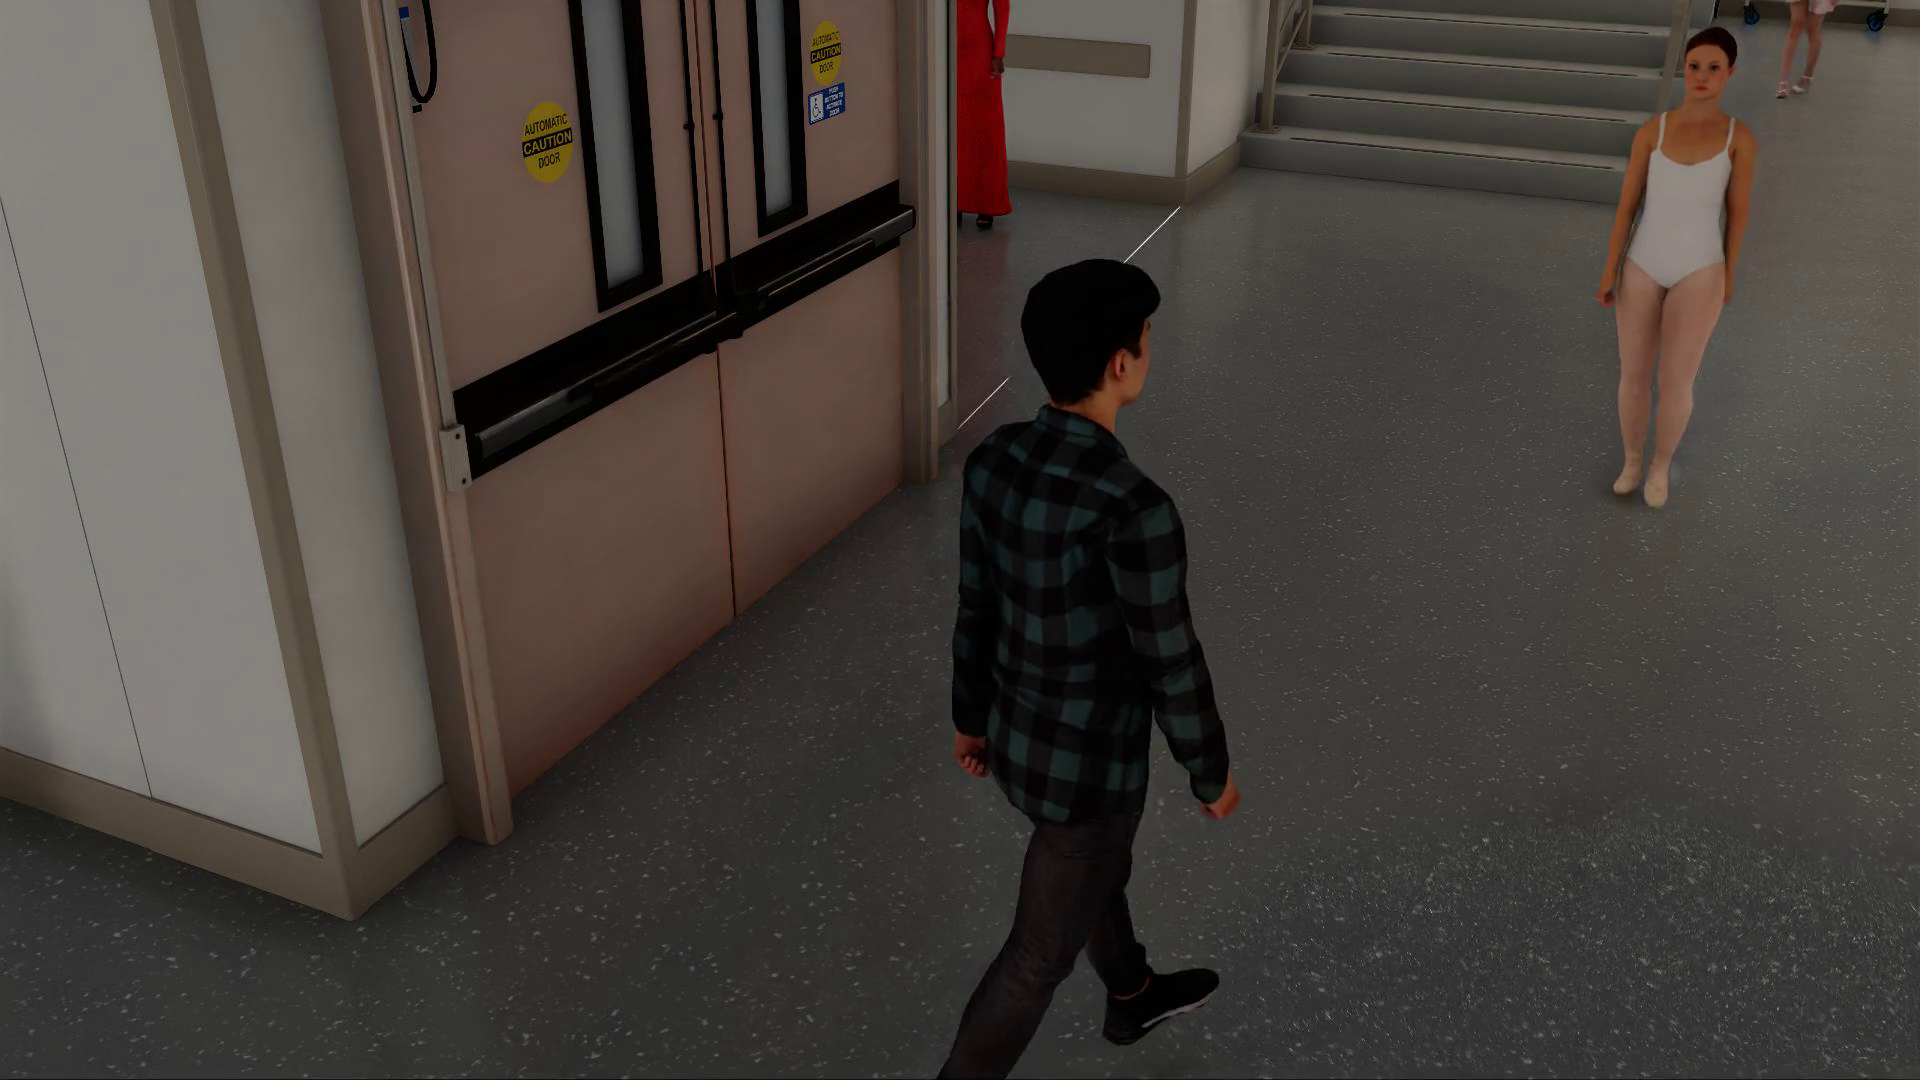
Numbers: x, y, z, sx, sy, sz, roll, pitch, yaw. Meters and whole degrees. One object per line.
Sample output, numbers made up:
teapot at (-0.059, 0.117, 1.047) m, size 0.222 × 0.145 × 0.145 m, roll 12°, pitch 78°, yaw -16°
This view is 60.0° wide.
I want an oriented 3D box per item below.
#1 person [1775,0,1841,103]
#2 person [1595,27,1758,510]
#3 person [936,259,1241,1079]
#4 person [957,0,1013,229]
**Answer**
person at (6.289, -4.056, 12.182) m, size 1.084 × 1.679 × 0.855 m, roll -17°, pitch 30°, yaw -31°
person at (2.473, -0.929, 5.752) m, size 0.594 × 1.631 × 0.605 m, roll 16°, pitch 30°, yaw 29°
person at (0.146, 0.385, 2.889) m, size 1.162 × 1.684 × 1.051 m, roll -14°, pitch 29°, yaw -27°
person at (0.061, -2.605, 9.053) m, size 0.611 × 1.783 × 0.575 m, roll 12°, pitch 28°, yaw 23°
